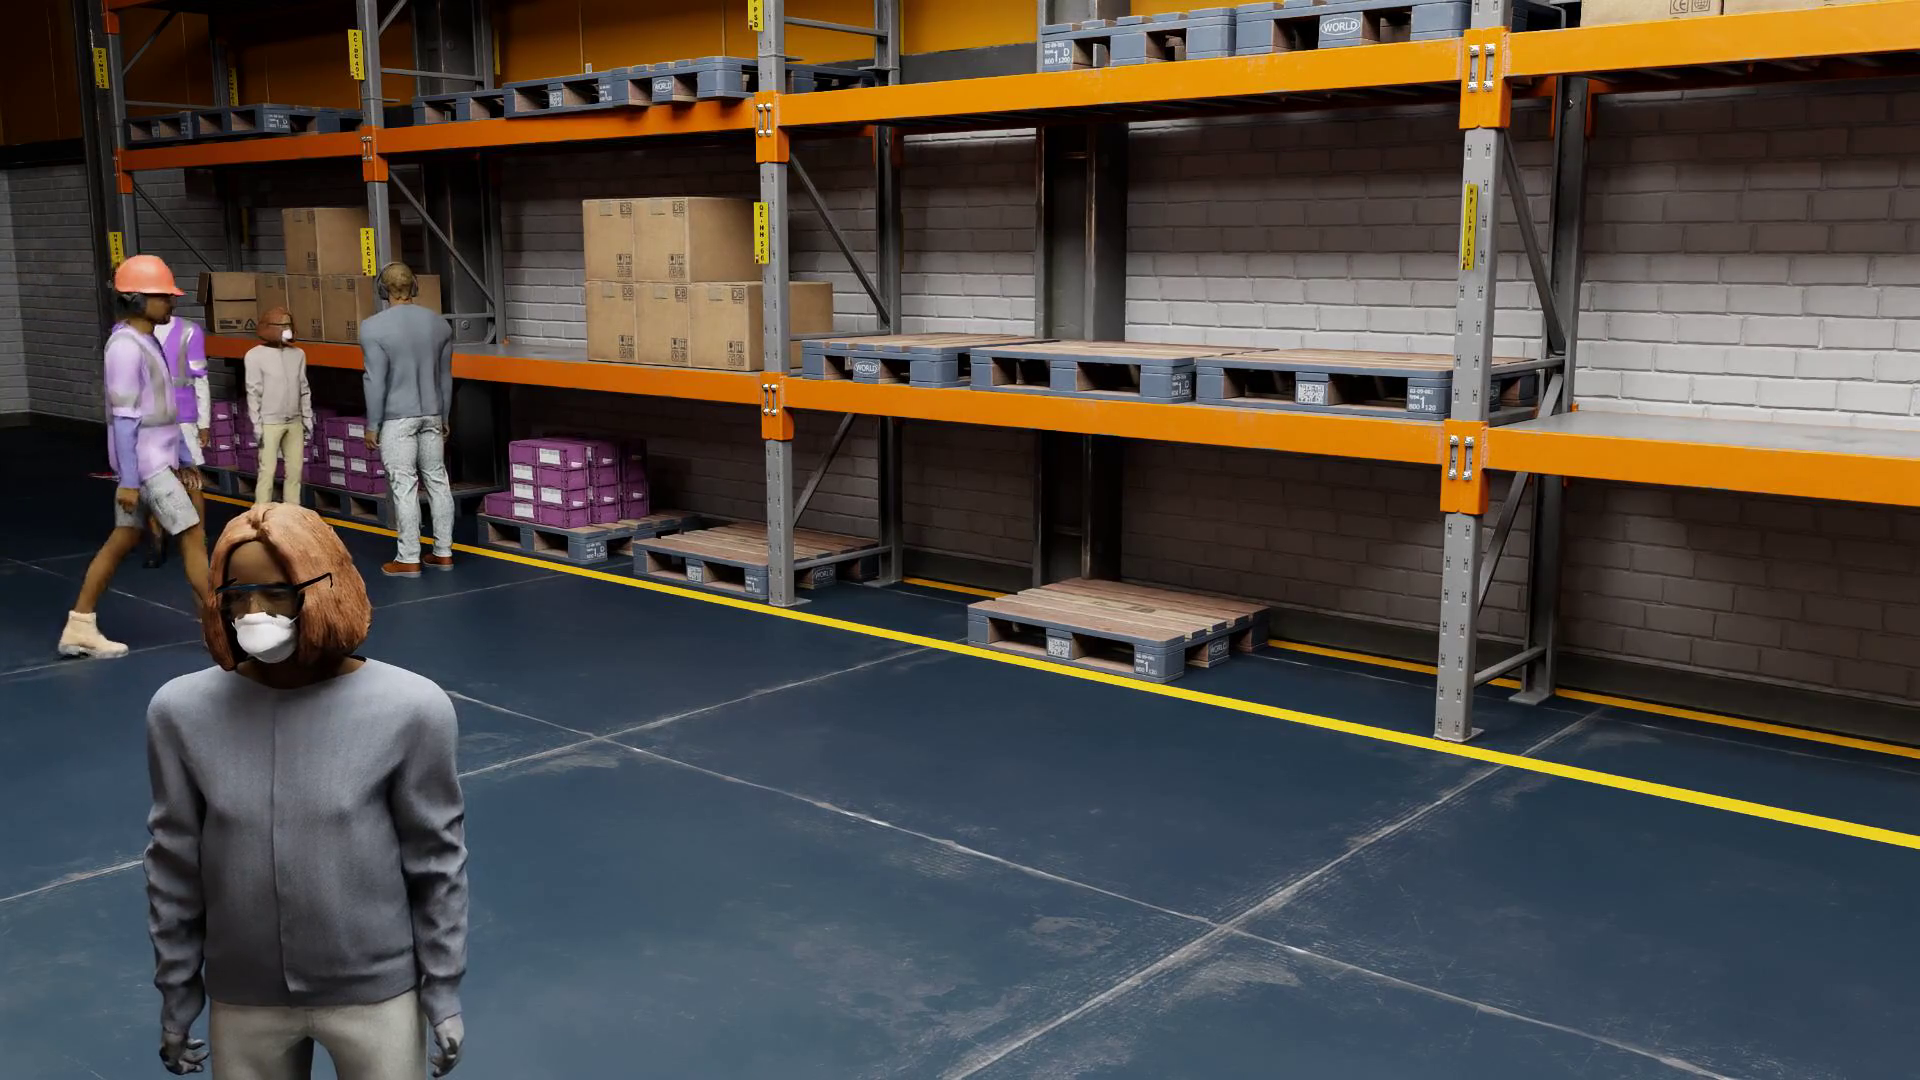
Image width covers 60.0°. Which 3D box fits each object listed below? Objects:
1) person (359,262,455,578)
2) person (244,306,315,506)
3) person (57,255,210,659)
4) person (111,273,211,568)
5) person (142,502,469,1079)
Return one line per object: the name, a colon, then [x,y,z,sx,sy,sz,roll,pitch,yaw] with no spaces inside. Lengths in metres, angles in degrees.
person: [-3.401,-0.735,10.263,0.379,1.937,0.629,7,12,36]
person: [-4.694,-0.794,11.497,0.288,1.629,0.503,6,11,29]
person: [-3.990,-0.394,8.178,1.052,1.992,0.632,-4,11,-21]
person: [-5.031,-0.775,10.522,0.548,1.929,0.385,-4,11,-19]
person: [-1.047,0.745,2.696,0.502,1.633,0.280,-1,10,-5]
